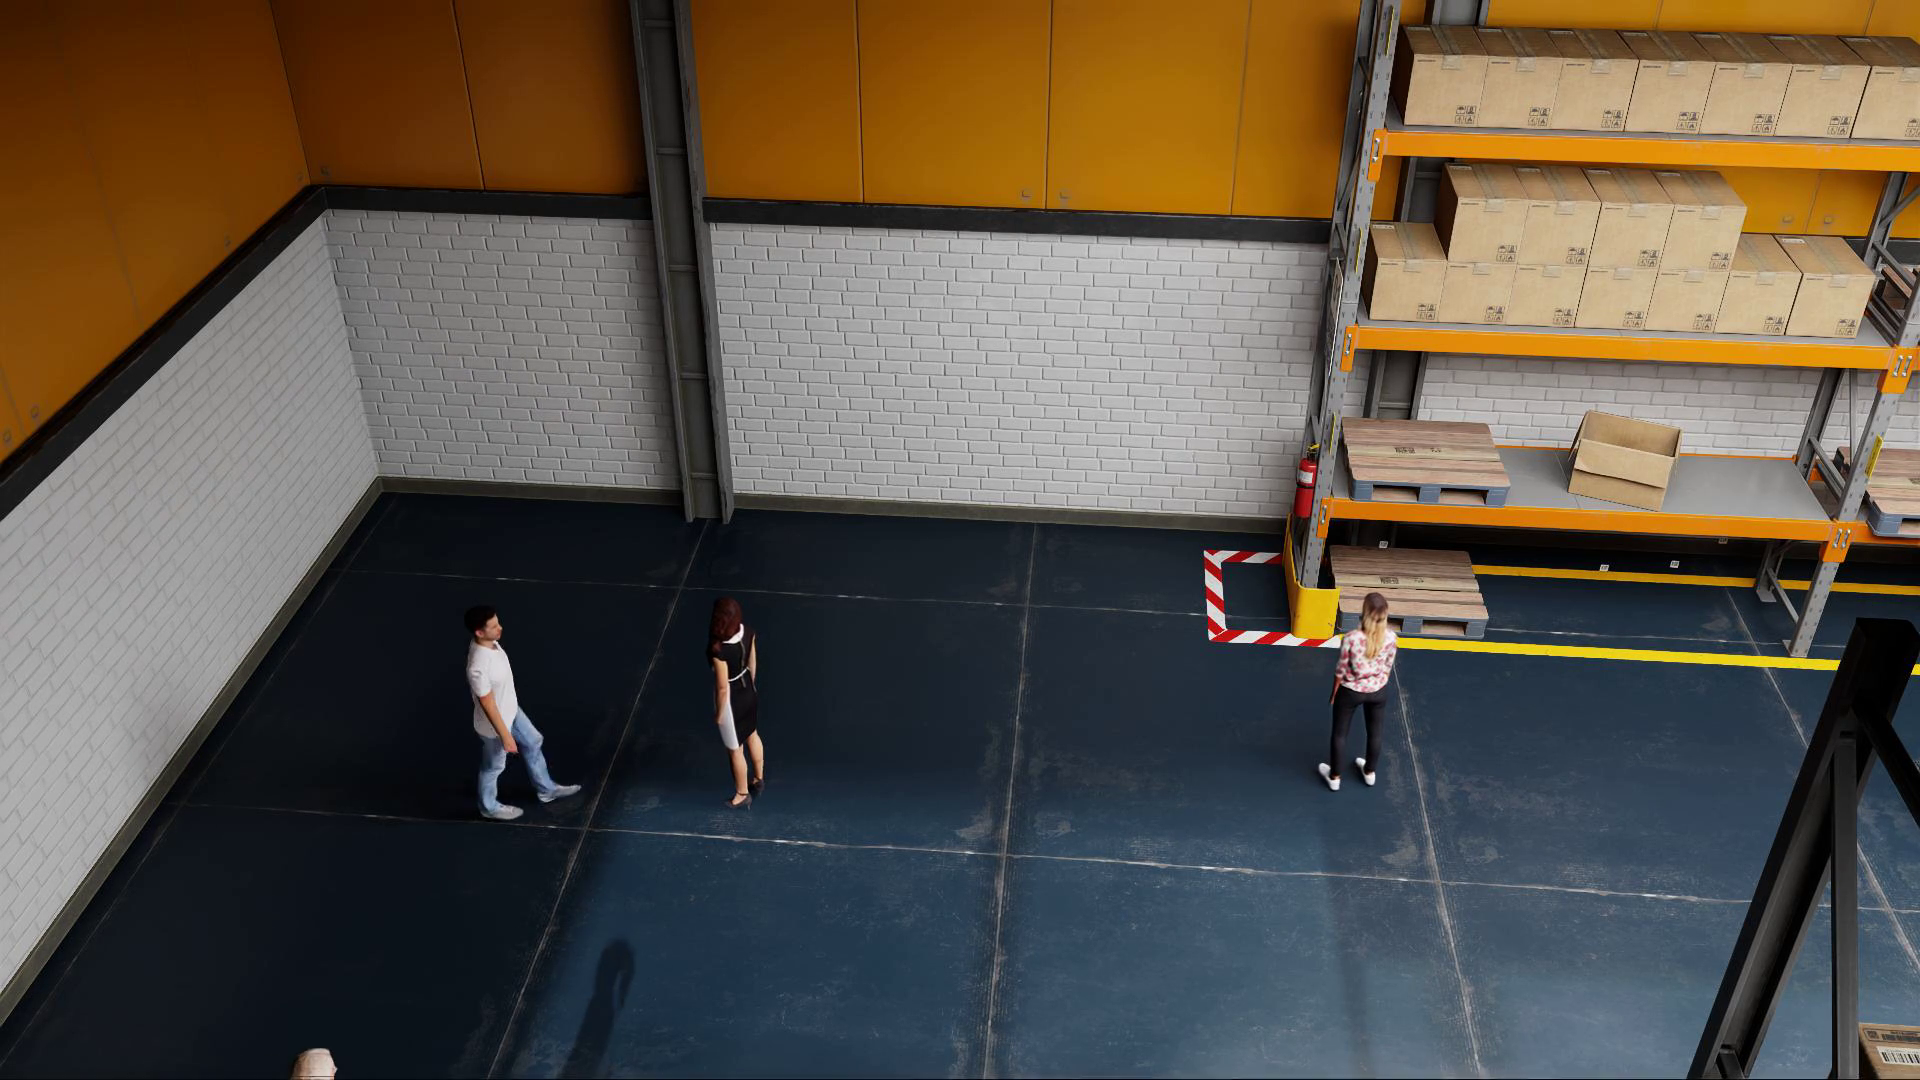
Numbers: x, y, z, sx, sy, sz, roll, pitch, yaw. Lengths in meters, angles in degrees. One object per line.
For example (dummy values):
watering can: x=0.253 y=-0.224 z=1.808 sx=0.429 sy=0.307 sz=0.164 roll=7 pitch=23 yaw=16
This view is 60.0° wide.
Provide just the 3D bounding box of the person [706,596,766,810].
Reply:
person: x=-1.560 y=1.143 z=11.652 sx=0.625 sy=1.797 sz=0.645 roll=18 pitch=38 yaw=25

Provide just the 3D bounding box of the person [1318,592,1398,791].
person: x=2.875 y=1.086 z=11.892 sx=0.524 sy=1.625 sz=0.668 roll=-5 pitch=34 yaw=-7

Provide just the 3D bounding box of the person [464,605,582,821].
person: x=-3.290 y=1.220 z=11.503 sx=0.976 sy=1.834 sz=0.755 roll=-1 pitch=34 yaw=-2
